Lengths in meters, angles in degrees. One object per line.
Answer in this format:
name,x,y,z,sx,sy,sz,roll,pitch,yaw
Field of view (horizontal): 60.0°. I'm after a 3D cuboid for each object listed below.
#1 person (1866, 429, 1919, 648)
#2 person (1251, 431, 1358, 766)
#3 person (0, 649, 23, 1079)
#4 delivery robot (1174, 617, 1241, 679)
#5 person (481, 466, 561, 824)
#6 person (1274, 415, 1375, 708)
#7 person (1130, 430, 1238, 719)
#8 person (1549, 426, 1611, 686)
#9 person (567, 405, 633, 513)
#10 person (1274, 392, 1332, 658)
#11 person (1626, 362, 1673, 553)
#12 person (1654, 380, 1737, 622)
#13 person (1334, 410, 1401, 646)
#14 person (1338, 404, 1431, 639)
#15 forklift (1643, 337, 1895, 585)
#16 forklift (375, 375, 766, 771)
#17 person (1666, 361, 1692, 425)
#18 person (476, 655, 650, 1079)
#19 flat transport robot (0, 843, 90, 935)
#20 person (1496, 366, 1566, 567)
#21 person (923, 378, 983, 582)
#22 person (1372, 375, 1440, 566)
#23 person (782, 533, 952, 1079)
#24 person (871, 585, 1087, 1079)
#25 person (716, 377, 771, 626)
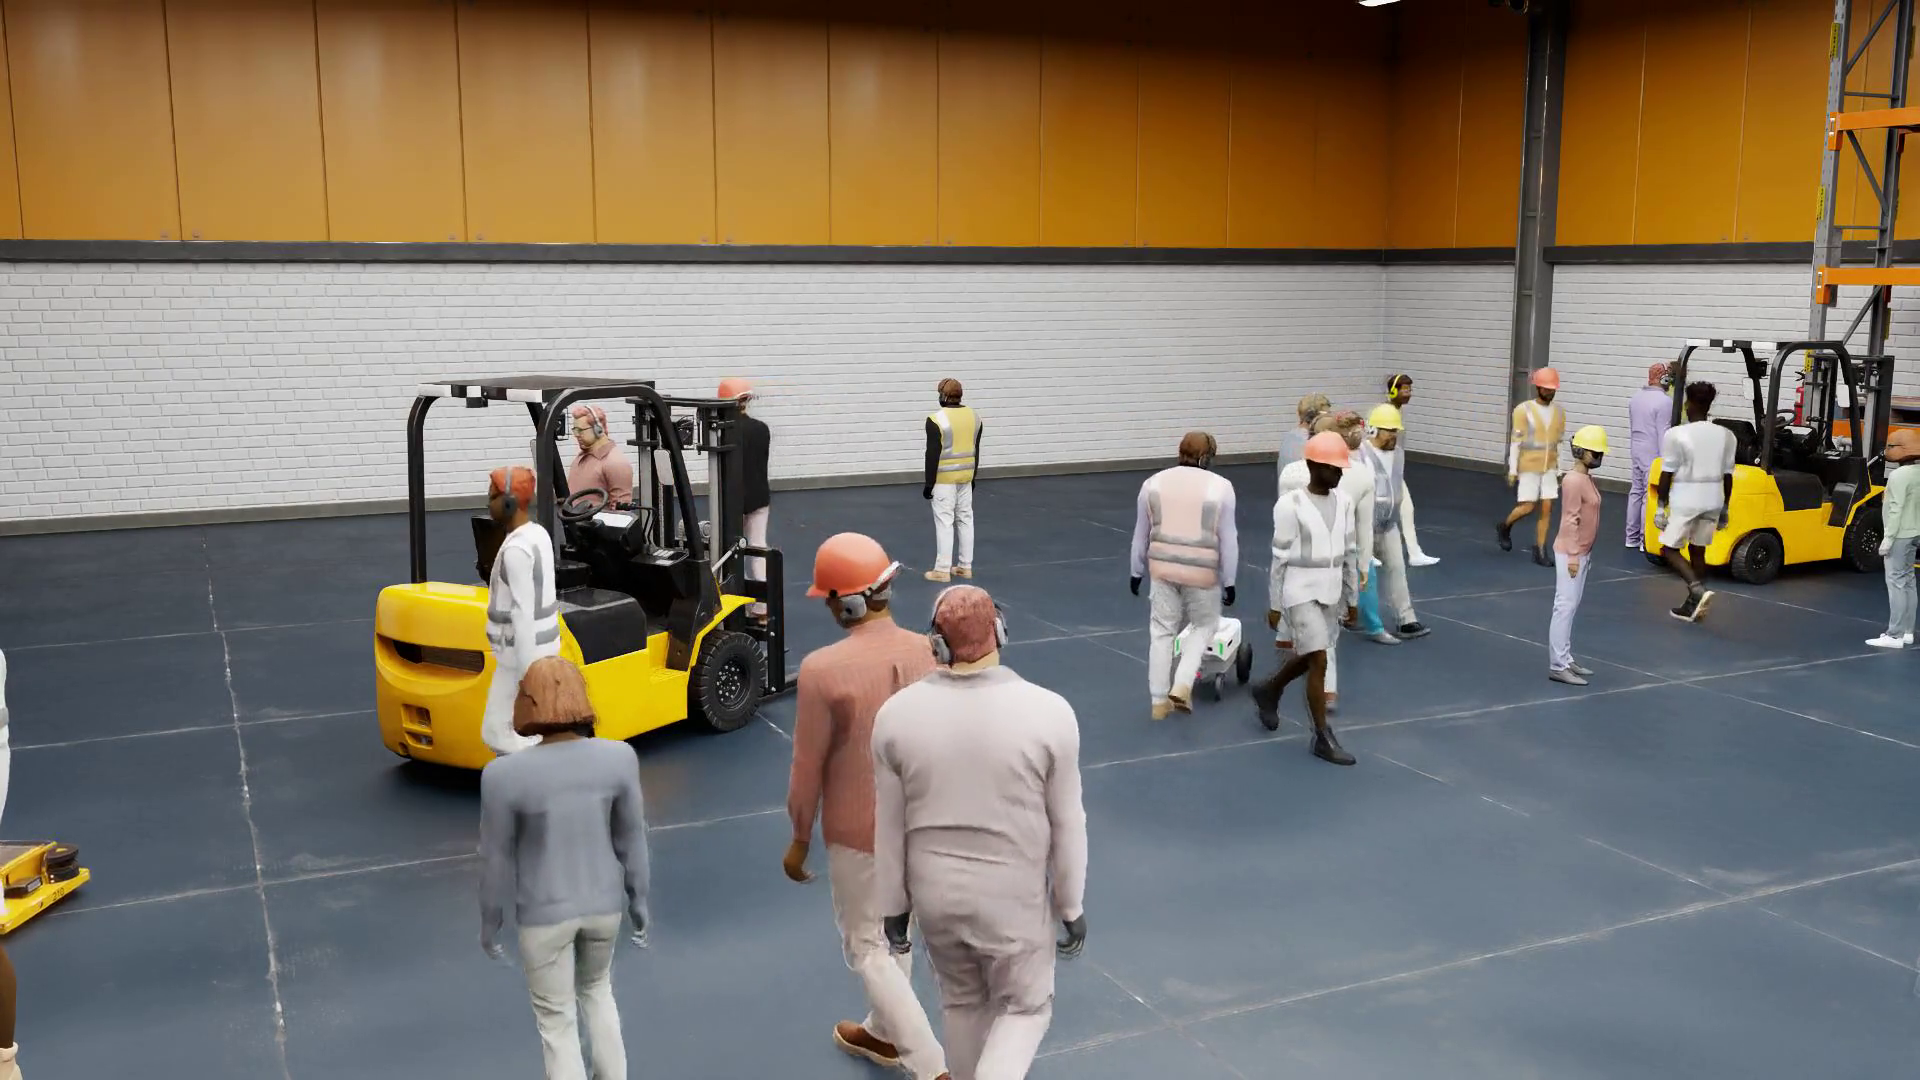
person,7.010,-0.012,12.417,0.507,1.631,0.272,-8,12,-40
person,2.013,0.295,9.719,0.556,1.904,0.901,-5,11,-30
person,-3.367,0.916,5.427,0.605,2.034,0.388,4,10,24
delivery robot,1.667,0.683,11.155,0.477,0.478,0.707,3,10,19
person,-2.108,0.564,8.118,0.476,1.869,0.580,0,9,0
person,2.377,0.128,10.846,0.616,1.884,1.014,-2,9,-9
person,1.390,0.223,10.378,0.726,1.818,0.442,4,10,24
person,4.228,0.098,11.353,0.327,1.760,0.523,5,10,28
person,-2.482,0.032,11.321,0.407,1.902,0.638,-8,12,-39
person,2.493,-0.102,12.041,0.369,1.936,0.630,-2,9,-12
person,6.935,-0.821,16.627,0.400,1.900,0.645,-1,9,-5
person,5.826,-0.279,13.109,0.612,1.947,0.629,-2,9,-9
person,2.900,-0.095,12.458,0.822,1.785,0.578,3,10,16
person,3.211,-0.125,12.624,0.598,1.788,0.868,-5,10,-27
forklift,7.551,-0.789,15.507,2.313,2.155,1.214,-4,10,-25
forklift,-2.268,0.149,9.685,1.214,2.155,2.313,6,11,32
person,8.139,-1.145,18.953,0.672,1.803,0.435,-2,9,-13
person,-1.228,1.166,5.178,0.504,1.614,0.434,-6,11,-35
flat transport robot,-4.669,1.504,7.230,1.431,0.197,0.652,0,9,2
person,5.486,-0.718,15.942,0.572,1.913,0.648,-2,9,-14
person,-0.094,-0.544,15.076,0.627,1.844,0.429,-8,12,-42
person,4.150,-0.637,15.689,0.893,1.827,0.543,8,12,41
person,-0.215,0.949,5.490,0.611,1.963,0.879,-9,13,-44
person,0.046,1.071,4.964,0.651,1.871,0.697,3,10,19
person,-1.776,-0.307,13.217,0.747,1.966,0.632,9,13,43
